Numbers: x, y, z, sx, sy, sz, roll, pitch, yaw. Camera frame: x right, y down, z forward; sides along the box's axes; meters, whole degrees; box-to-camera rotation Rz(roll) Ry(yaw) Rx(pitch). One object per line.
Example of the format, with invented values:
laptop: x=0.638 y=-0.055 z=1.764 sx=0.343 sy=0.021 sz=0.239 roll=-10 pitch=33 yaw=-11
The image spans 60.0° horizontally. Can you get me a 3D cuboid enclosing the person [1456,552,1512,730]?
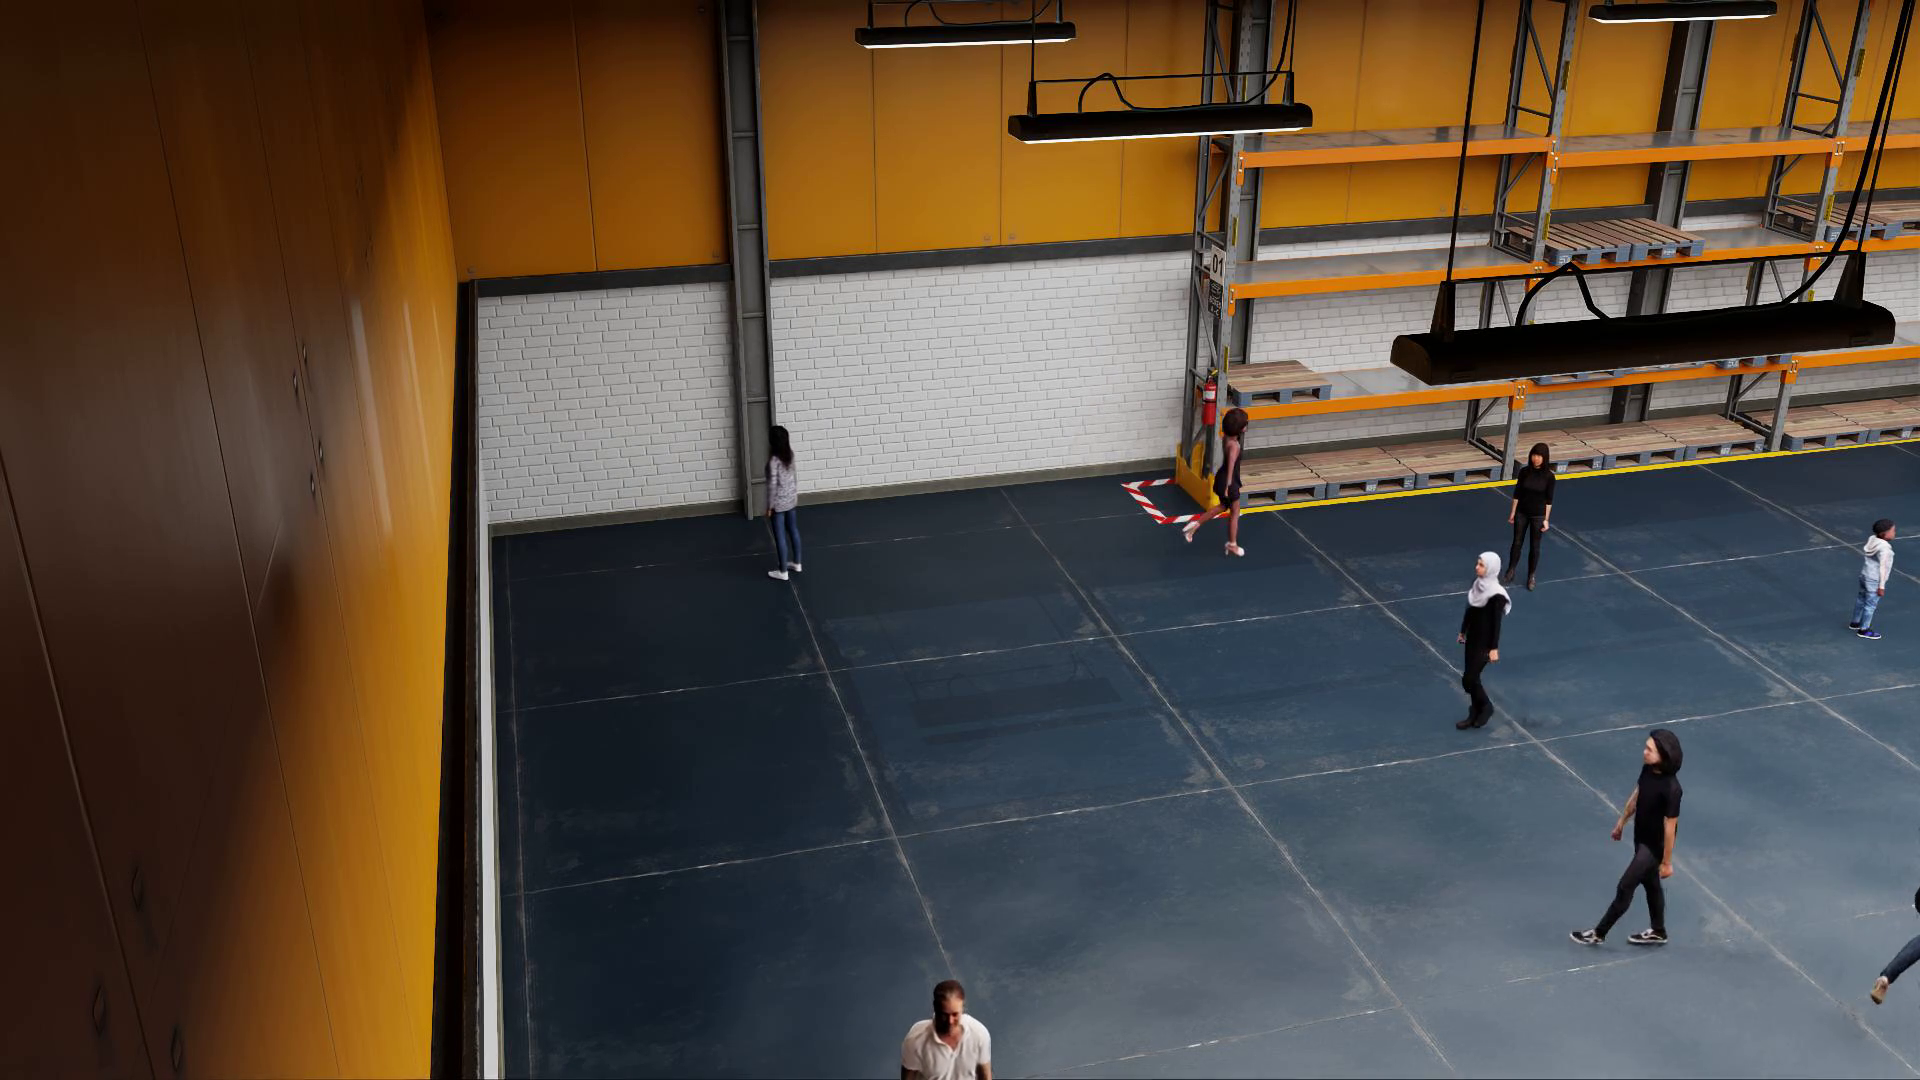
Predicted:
person: x=4.785 y=0.932 z=15.022 sx=0.627 sy=1.764 sz=0.603 roll=-6 pitch=24 yaw=-14

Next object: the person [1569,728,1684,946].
person: x=5.116 y=2.188 z=12.094 sx=1.072 sy=1.808 sz=0.863 roll=1 pitch=24 yaw=3

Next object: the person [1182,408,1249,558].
person: x=2.901 y=-0.614 z=18.556 sx=0.970 sy=1.767 sz=0.623 roll=-3 pitch=24 yaw=-6

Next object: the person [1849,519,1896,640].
person: x=9.302 y=0.370 z=16.935 sx=0.567 sy=1.261 sz=0.537 roll=1 pitch=24 yaw=3

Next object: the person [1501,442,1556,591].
person: x=6.163 y=-0.280 z=17.947 sx=0.635 sy=1.642 sz=0.694 roll=13 pitch=27 yaw=27

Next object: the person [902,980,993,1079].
person: x=-0.088 y=3.233 z=9.664 sx=0.679 sy=1.841 sz=0.799 roll=-2 pitch=24 yaw=-5

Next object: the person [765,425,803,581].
person: x=-1.934 y=-0.426 z=18.169 sx=0.734 sy=1.732 sz=0.672 roll=13 pitch=27 yaw=27
